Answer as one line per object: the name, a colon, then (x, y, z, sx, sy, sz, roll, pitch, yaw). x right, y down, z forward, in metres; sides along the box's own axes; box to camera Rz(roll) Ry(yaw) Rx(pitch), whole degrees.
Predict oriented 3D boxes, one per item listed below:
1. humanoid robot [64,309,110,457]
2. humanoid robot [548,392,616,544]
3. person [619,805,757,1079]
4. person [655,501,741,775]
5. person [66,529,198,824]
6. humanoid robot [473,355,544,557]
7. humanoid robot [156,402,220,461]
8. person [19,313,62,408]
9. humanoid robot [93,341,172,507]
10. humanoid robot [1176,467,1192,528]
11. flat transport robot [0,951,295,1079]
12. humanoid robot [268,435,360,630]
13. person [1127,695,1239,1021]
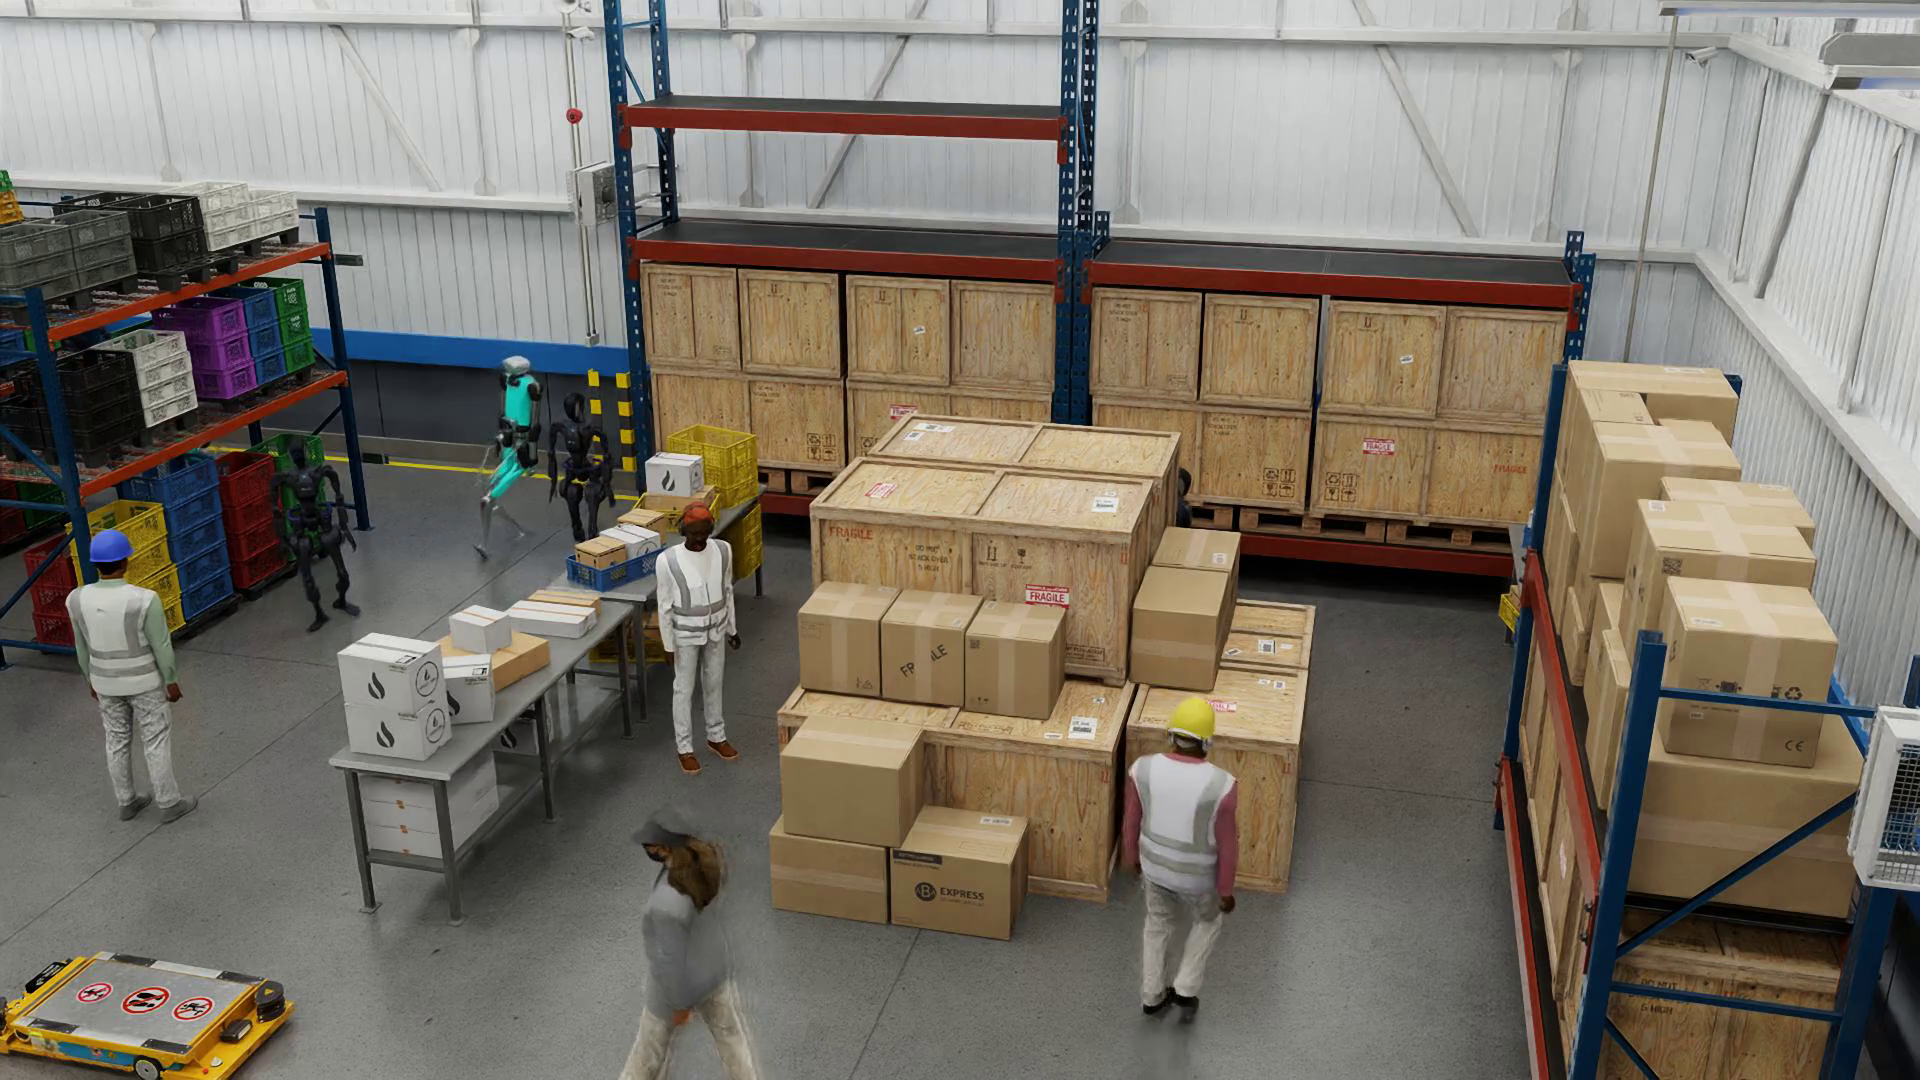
humanoid robot: (-9.135, -1.678, 17.464, 0.495, 1.648, 0.614, 8, 22, 20)
humanoid robot: (-3.277, -0.507, 14.407, 0.611, 1.635, 0.486, 3, 21, 8)
person: (-1.368, 1.997, 7.767, 0.868, 1.729, 0.570, 5, 22, 14)
person: (-1.737, 0.638, 11.113, 0.572, 1.886, 0.354, -16, 26, -36)
person: (-5.204, 0.863, 10.453, 0.609, 1.939, 0.426, 2, 21, 5)
humanoid robot: (-4.169, -0.712, 14.874, 0.557, 1.766, 0.972, 16, 26, 36)
humanoid robot: (-7.137, -0.953, 15.537, 0.545, 1.832, 0.677, 4, 21, 11)
person: (-9.839, -1.977, 17.737, 0.609, 2.042, 0.392, 3, 21, 8)
humanoid robot: (-7.701, -1.063, 15.851, 0.554, 1.815, 0.818, 10, 23, 25)
humanoid robot: (1.612, 0.240, 12.539, 0.724, 1.674, 0.615, 6, 22, 15)
flat transport robot: (-4.270, 2.464, 8.601, 1.431, 0.231, 0.659, 5, 22, 13)
humanoid robot: (-5.160, -0.079, 13.277, 0.590, 1.635, 0.423, -12, 24, -28)
person: (1.153, 1.661, 8.544, 0.657, 1.806, 0.461, 13, 25, 31)
